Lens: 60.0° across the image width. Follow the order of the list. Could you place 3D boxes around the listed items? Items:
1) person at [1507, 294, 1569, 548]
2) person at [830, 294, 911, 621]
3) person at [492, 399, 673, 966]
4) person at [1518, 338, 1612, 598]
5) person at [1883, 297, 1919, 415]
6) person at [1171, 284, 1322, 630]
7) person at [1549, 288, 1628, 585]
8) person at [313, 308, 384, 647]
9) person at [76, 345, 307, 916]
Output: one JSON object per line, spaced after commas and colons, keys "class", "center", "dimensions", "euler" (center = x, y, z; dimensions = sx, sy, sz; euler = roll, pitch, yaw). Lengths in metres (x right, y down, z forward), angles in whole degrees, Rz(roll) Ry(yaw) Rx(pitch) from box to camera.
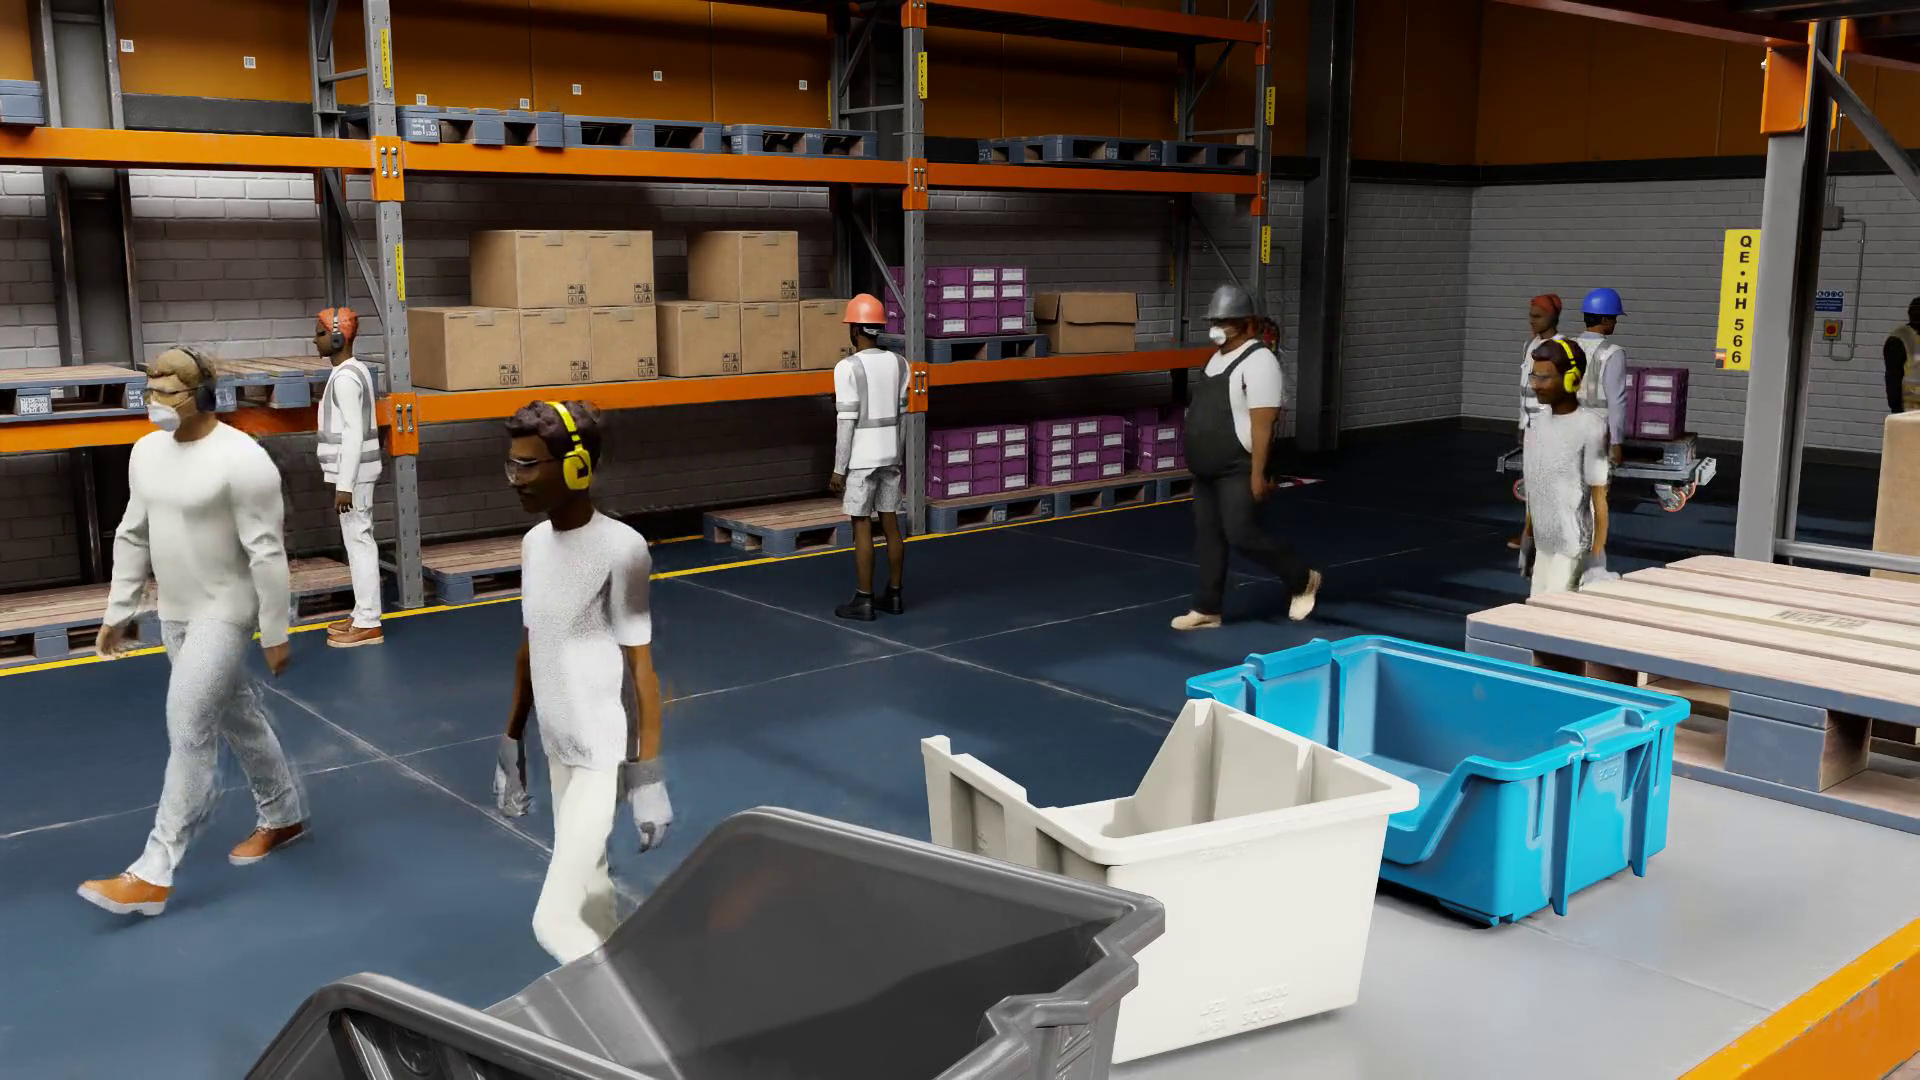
{"class": "person", "center": [4.231, -0.839, 12.074], "dimensions": [0.362, 1.876, 0.593], "euler": [-1, 10, -8]}
{"class": "person", "center": [-0.550, -0.486, 9.895], "dimensions": [0.543, 1.939, 0.361], "euler": [-10, 14, -43]}
{"class": "person", "center": [-0.993, 0.575, 4.192], "dimensions": [0.472, 1.851, 0.576], "euler": [-9, 14, -41]}
{"class": "person", "center": [2.663, 0.043, 7.228], "dimensions": [0.691, 1.844, 0.527], "euler": [-2, 10, -12]}
{"class": "person", "center": [8.074, -1.140, 13.962], "dimensions": [0.765, 1.802, 0.463], "euler": [-3, 11, -18]}
{"class": "person", "center": [1.646, -0.475, 9.548], "dimensions": [0.773, 2.000, 0.690], "euler": [-3, 11, -17]}
{"class": "person", "center": [4.155, -0.684, 10.980], "dimensions": [0.405, 1.945, 0.615], "euler": [-4, 11, -23]}
{"class": "person", "center": [-3.412, -0.349, 9.285], "dimensions": [0.354, 1.883, 0.576], "euler": [-3, 11, -18]}
{"class": "person", "center": [-2.653, 0.291, 5.693], "dimensions": [0.646, 1.890, 0.973], "euler": [6, 12, 32]}
